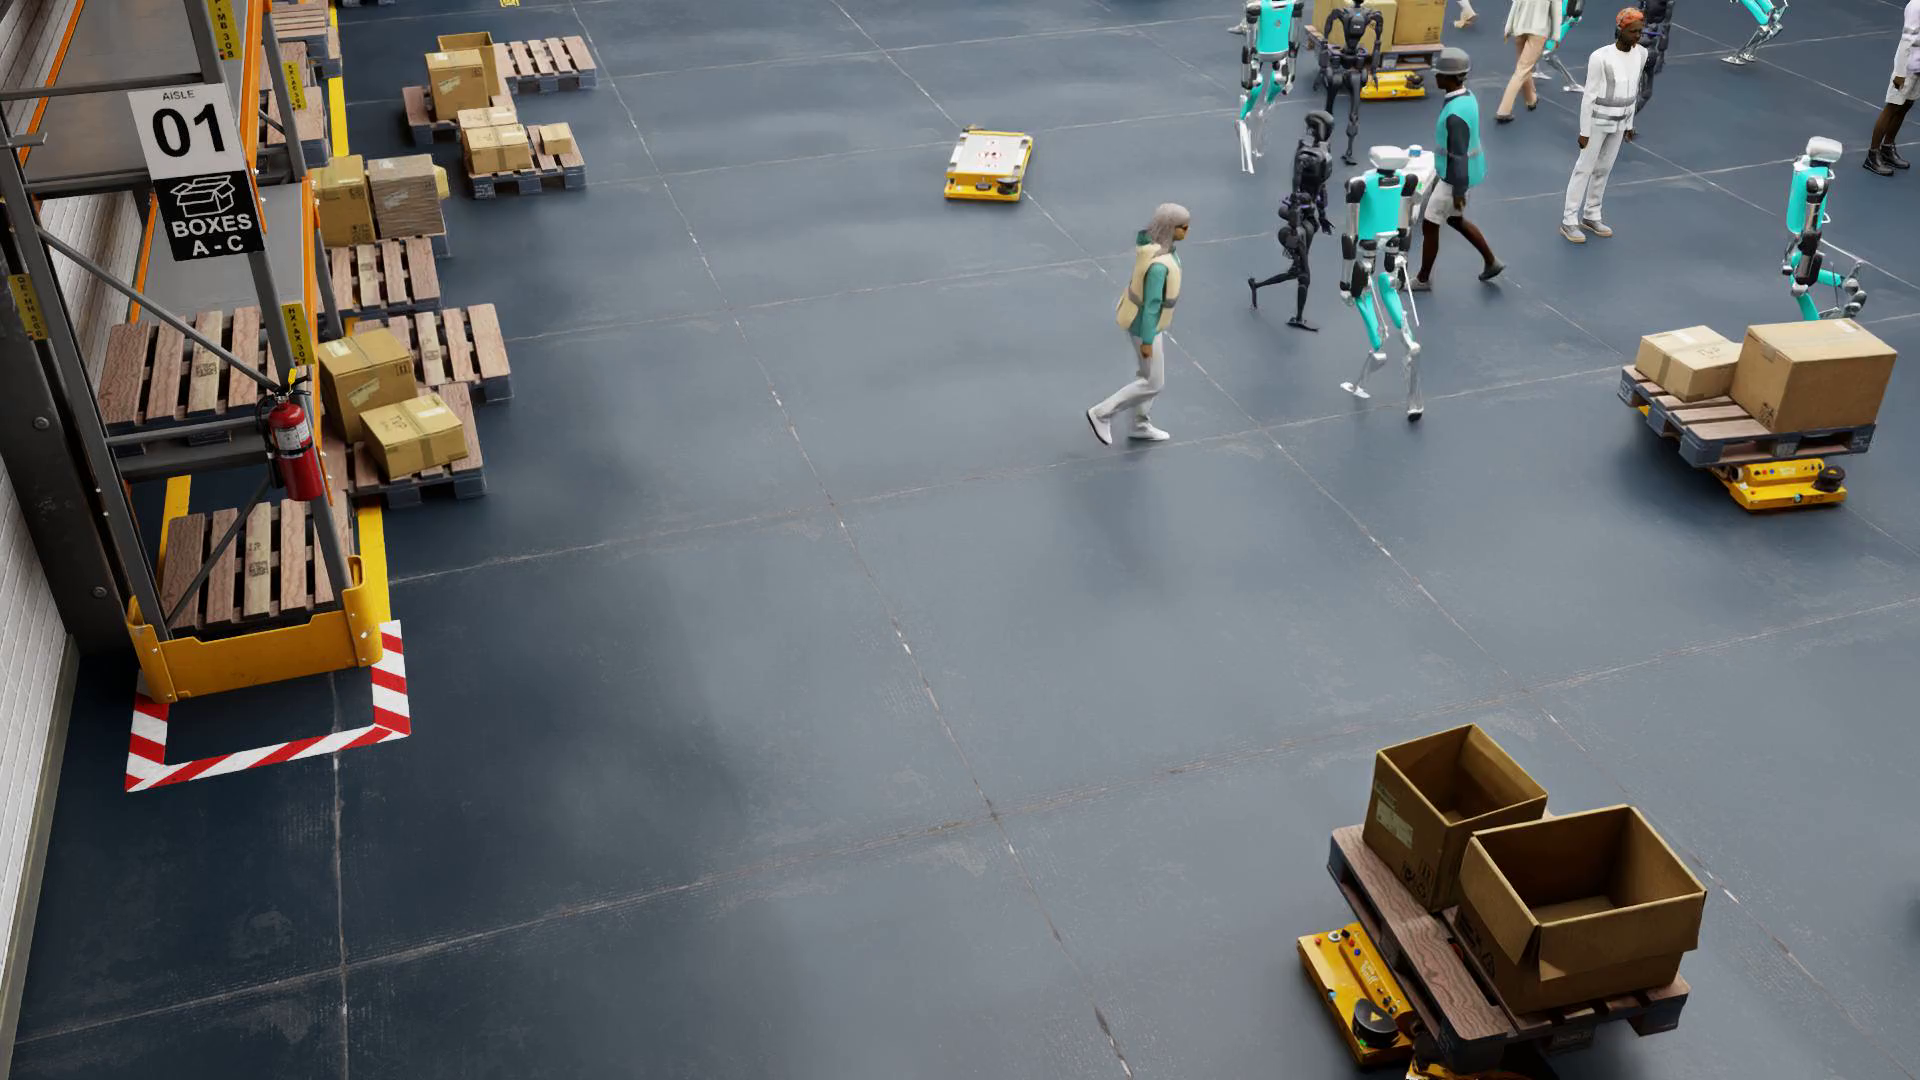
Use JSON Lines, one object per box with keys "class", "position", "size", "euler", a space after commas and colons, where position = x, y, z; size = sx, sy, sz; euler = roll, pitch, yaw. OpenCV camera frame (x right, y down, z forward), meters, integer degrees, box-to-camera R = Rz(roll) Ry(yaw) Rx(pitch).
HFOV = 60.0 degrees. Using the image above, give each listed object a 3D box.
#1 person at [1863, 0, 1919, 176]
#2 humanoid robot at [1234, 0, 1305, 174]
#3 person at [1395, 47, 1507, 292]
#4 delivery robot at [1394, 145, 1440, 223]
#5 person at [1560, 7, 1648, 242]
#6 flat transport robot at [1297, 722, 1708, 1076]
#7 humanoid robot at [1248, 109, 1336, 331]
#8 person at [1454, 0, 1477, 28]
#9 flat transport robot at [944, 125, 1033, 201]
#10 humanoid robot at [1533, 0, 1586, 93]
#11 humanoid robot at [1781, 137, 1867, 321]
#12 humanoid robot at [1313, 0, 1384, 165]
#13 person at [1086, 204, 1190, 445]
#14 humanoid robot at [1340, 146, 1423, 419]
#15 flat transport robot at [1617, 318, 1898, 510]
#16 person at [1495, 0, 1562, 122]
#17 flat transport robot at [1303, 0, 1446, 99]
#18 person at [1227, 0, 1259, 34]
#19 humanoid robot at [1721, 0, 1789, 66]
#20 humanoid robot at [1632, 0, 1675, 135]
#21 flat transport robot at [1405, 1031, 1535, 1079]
{"class": "person", "position": [8.531, -4.236, 14.829], "size": [0.544, 1.938, 0.359], "euler": [-21, 39, -29]}
{"class": "humanoid robot", "position": [2.685, -4.239, 15.082], "size": [0.531, 1.808, 0.823], "euler": [-8, 34, -13]}
{"class": "person", "position": [3.844, -2.764, 12.615], "size": [0.806, 1.899, 0.605], "euler": [8, 34, 12]}
{"class": "delivery robot", "position": [3.899, -3.107, 14.376], "size": [0.499, 0.609, 0.807], "euler": [15, 36, 21]}
{"class": "person", "position": [5.273, -3.373, 13.557], "size": [0.574, 1.882, 0.356], "euler": [-16, 36, -22]}
{"class": "flat transport robot", "position": [2.240, 1.803, 7.093], "size": [1.431, 0.231, 0.659], "euler": [-8, 34, -12]}
{"class": "humanoid robot", "position": [2.454, -2.379, 12.233], "size": [0.653, 1.627, 0.599], "euler": [21, 38, 28]}
{"class": "person", "position": [5.456, -6.685, 18.691], "size": [0.917, 1.827, 0.471], "euler": [22, 39, 29]}
{"class": "flat transport robot", "position": [0.272, -3.427, 15.115], "size": [0.659, 0.231, 1.431], "euler": [4, 33, 6]}
{"class": "humanoid robot", "position": [6.064, -5.417, 16.842], "size": [0.868, 1.776, 0.538], "euler": [5, 33, 7]}
{"class": "humanoid robot", "position": [5.984, -1.887, 11.452], "size": [1.034, 1.755, 0.539], "euler": [7, 34, 11]}
{"class": "humanoid robot", "position": [3.553, -4.335, 15.262], "size": [0.593, 1.636, 0.765], "euler": [0, 33, 0]}
{"class": "person", "position": [1.152, -1.353, 10.633], "size": [0.526, 1.690, 0.478], "euler": [3, 33, 5]}
{"class": "humanoid robot", "position": [2.909, -1.621, 11.054], "size": [0.553, 1.812, 0.928], "euler": [-13, 35, -20]}
{"class": "flat transport robot", "position": [5.071, -0.660, 10.870], "size": [0.659, 0.231, 1.431], "euler": [-5, 33, -8]}
{"class": "person", "position": [5.556, -4.900, 16.129], "size": [0.505, 1.611, 0.858], "euler": [28, 42, 36]}
{"class": "flat transport robot", "position": [4.312, -4.947, 17.445], "size": [0.659, 0.231, 1.431], "euler": [-4, 33, -6]}
{"class": "person", "position": [3.428, -6.530, 18.451], "size": [0.688, 1.819, 0.581], "euler": [6, 34, 10]}
{"class": "humanoid robot", "position": [8.334, -5.756, 17.220], "size": [0.533, 1.677, 0.735], "euler": [-15, 36, -21]}
{"class": "humanoid robot", "position": [6.496, -4.699, 15.779], "size": [0.362, 1.650, 0.600], "euler": [-5, 33, -8]}
{"class": "flat transport robot", "position": [1.855, 2.458, 6.089], "size": [0.659, 0.231, 1.431], "euler": [14, 36, 20]}
